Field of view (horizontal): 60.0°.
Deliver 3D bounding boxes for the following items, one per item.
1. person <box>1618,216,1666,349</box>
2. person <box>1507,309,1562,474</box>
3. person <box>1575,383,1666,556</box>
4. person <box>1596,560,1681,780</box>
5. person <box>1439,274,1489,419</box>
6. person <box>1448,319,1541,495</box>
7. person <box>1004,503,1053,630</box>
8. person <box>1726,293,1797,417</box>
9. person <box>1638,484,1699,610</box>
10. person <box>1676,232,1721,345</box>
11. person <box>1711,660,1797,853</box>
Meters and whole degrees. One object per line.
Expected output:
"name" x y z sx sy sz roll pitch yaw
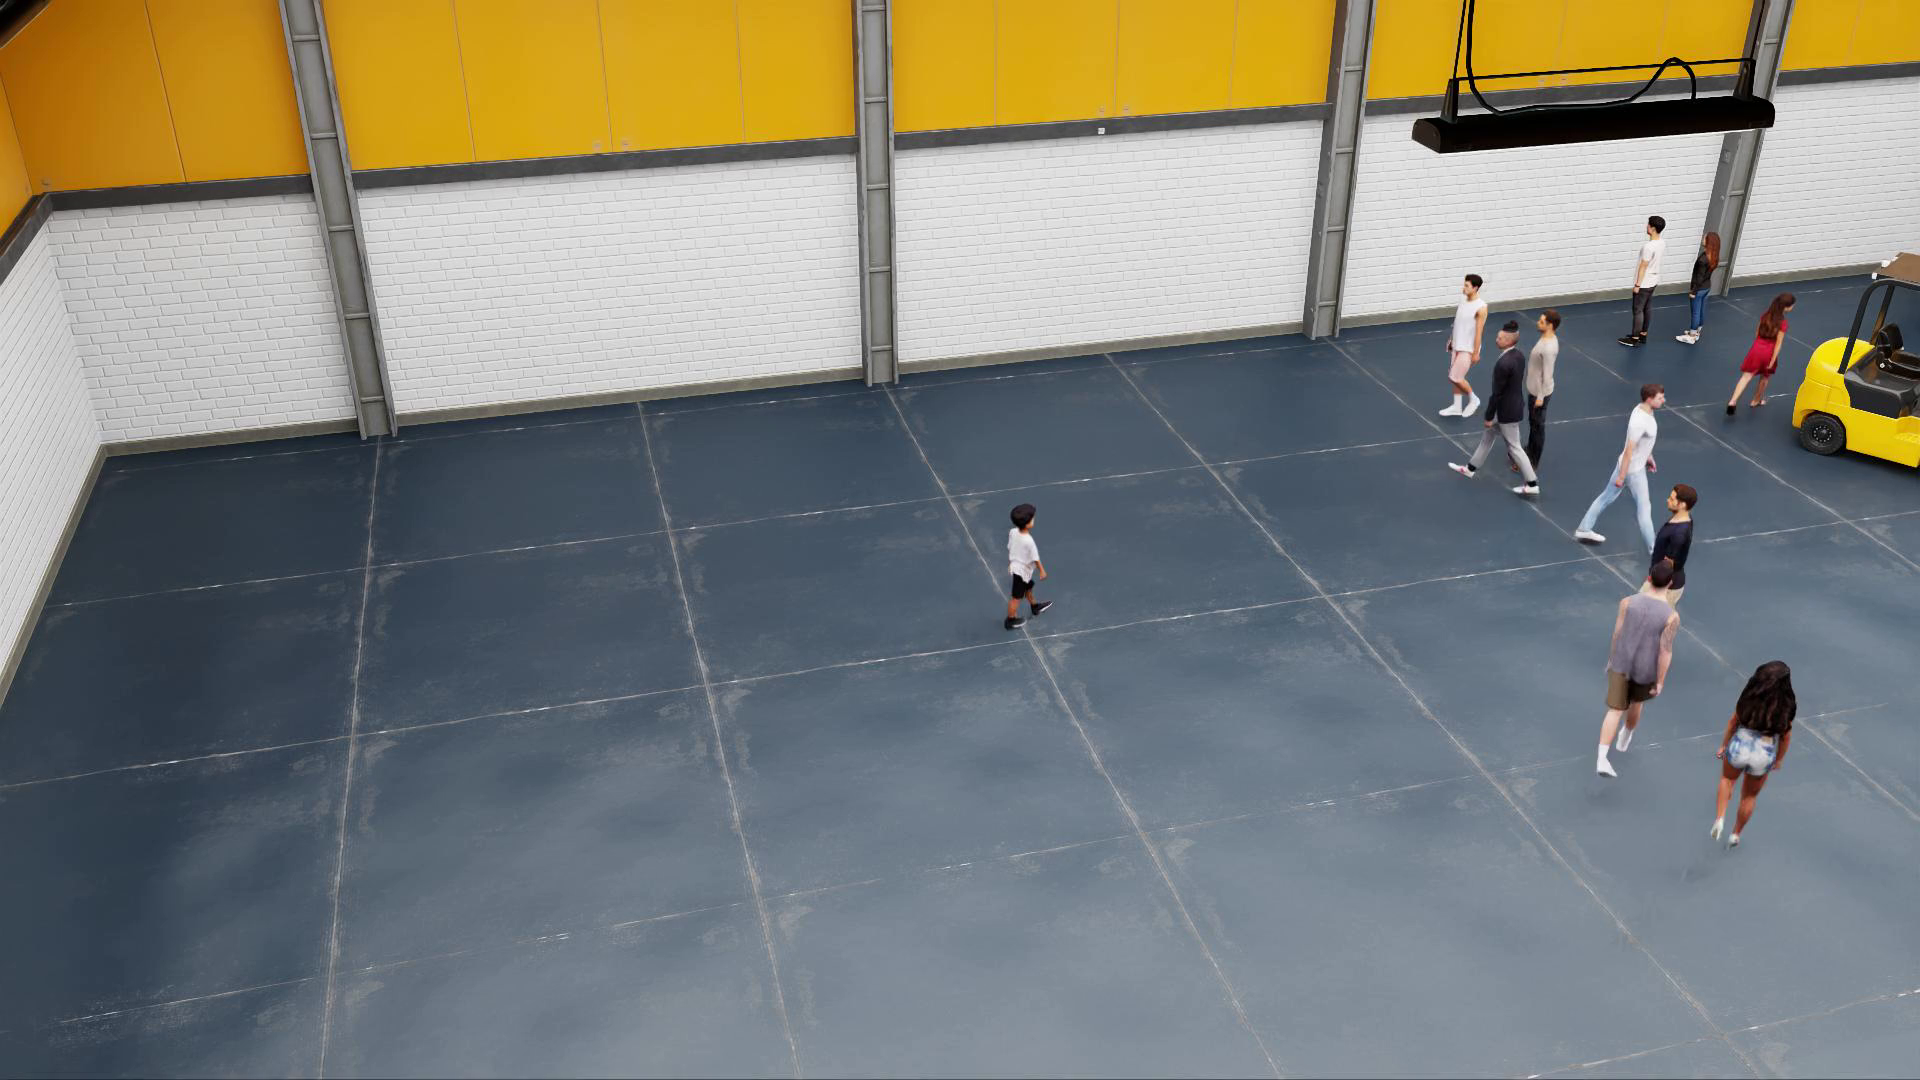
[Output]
"person" 8.869 -3.348 21.482 0.752 1.718 0.649 23 36 35
"person" 6.343 -1.633 18.185 0.713 1.866 0.739 5 29 9
"person" 6.593 -0.714 16.577 1.293 1.791 1.109 10 30 17
"person" 5.310 1.067 13.151 1.133 1.796 1.211 17 33 28
"person" 5.987 -2.269 19.444 0.725 1.775 0.663 -5 29 -10
"person" 5.920 -1.367 17.653 1.332 1.907 1.281 19 34 31
"person" 0.524 0.273 15.349 0.824 1.236 0.603 -15 32 -25
"person" 9.383 -2.165 19.520 1.116 1.521 0.844 -23 36 -36
"person" 6.258 0.381 14.513 0.771 1.847 0.745 9 30 16
"person" 9.644 -3.288 21.618 0.701 1.483 0.593 25 38 38
"person" 5.876 1.662 12.414 0.742 1.606 0.800 18 33 30
